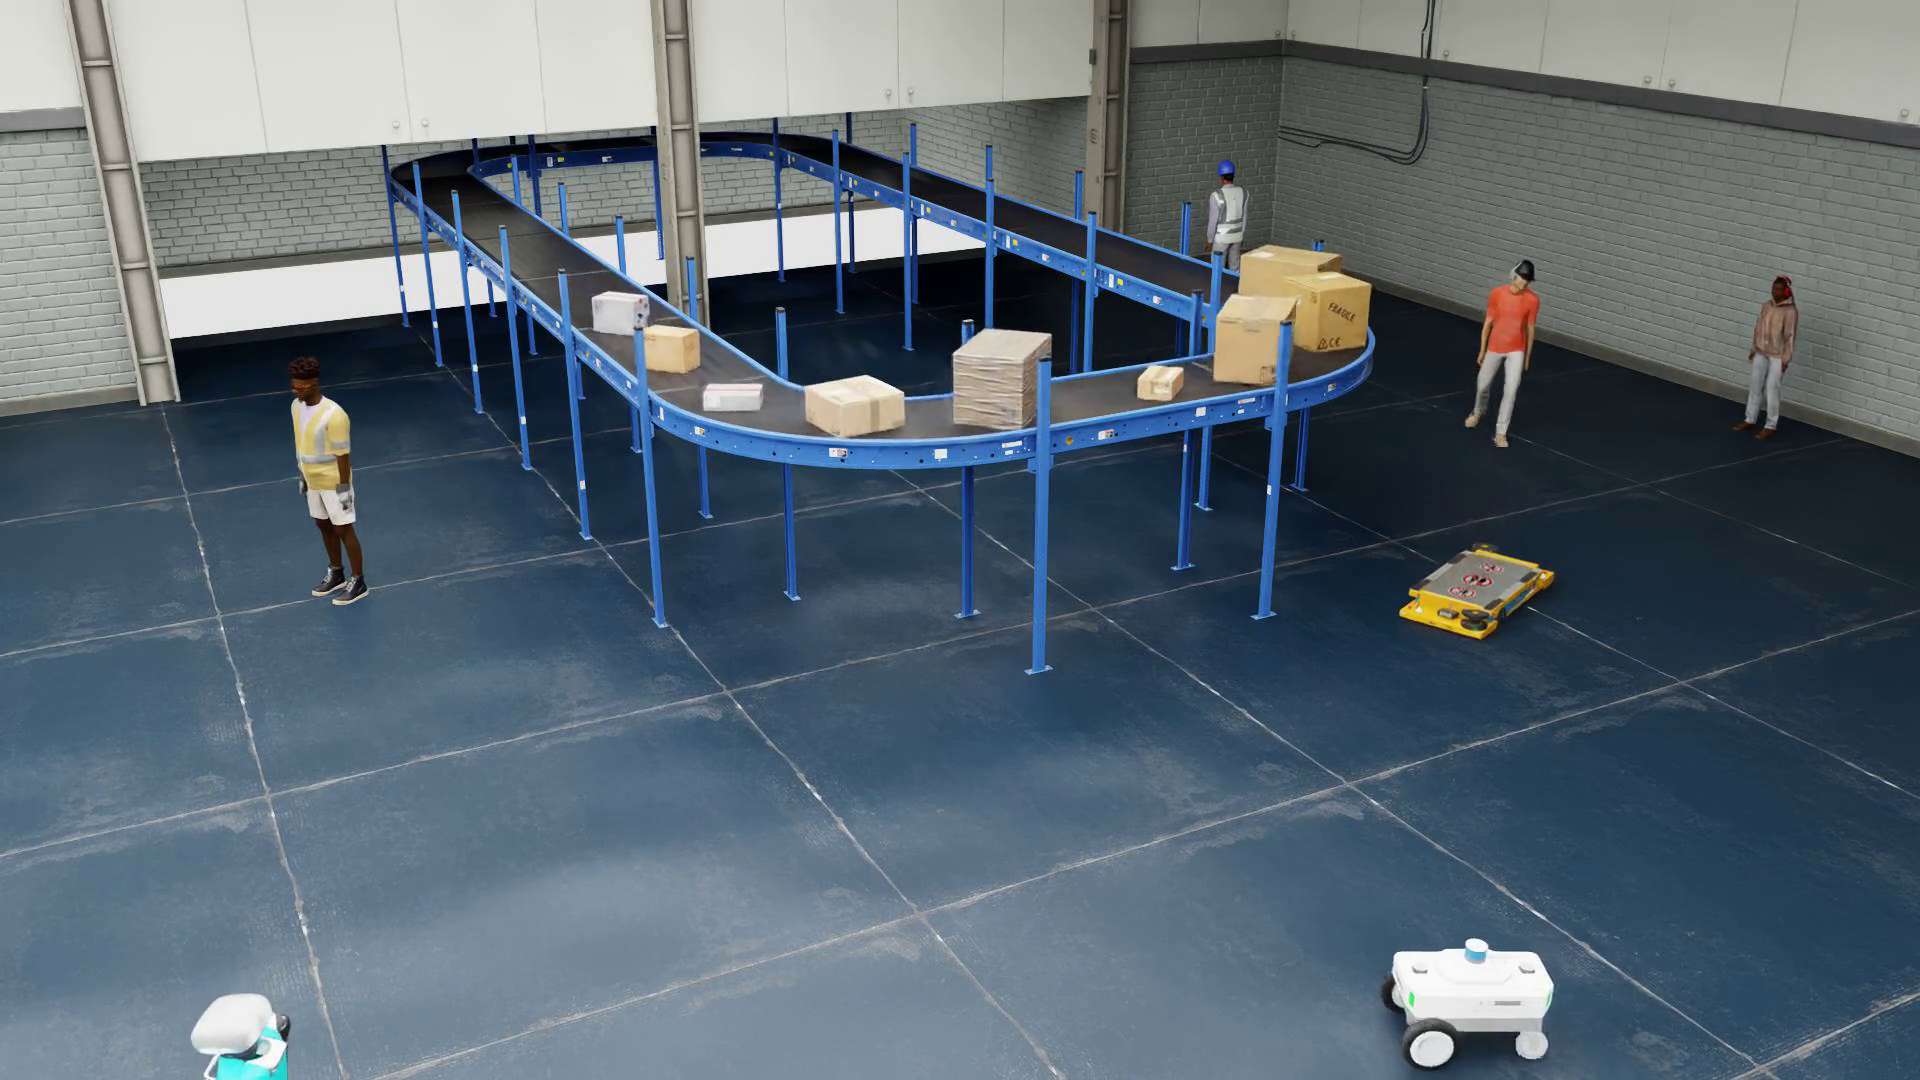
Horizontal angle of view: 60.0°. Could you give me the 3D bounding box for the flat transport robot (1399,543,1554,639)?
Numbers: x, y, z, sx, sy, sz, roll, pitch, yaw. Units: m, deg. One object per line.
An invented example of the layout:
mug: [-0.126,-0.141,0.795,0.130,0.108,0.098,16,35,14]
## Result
flat transport robot: [4.035,0.386,12.921,0.659,0.231,1.431,17,28,36]

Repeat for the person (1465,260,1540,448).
person: [5.380,-1.879,16.399,0.522,1.881,0.762,6,23,15]

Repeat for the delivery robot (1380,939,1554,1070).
delivery robot: [2.452,2.203,8.040,0.785,0.589,0.499,0,22,0]

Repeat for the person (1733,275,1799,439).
person: [8.091,-1.830,16.564,0.313,1.644,0.481,-8,23,-20]

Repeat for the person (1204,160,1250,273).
person: [3.372,-3.837,21.137,0.603,1.937,0.400,-12,25,-28]

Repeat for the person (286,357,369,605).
person: [-4.878,-0.467,12.782,0.602,1.959,0.372,16,27,34]

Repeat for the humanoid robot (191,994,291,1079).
humanoid robot: [-2.720,2.434,5.951,0.784,1.802,0.535,-1,22,-3]
